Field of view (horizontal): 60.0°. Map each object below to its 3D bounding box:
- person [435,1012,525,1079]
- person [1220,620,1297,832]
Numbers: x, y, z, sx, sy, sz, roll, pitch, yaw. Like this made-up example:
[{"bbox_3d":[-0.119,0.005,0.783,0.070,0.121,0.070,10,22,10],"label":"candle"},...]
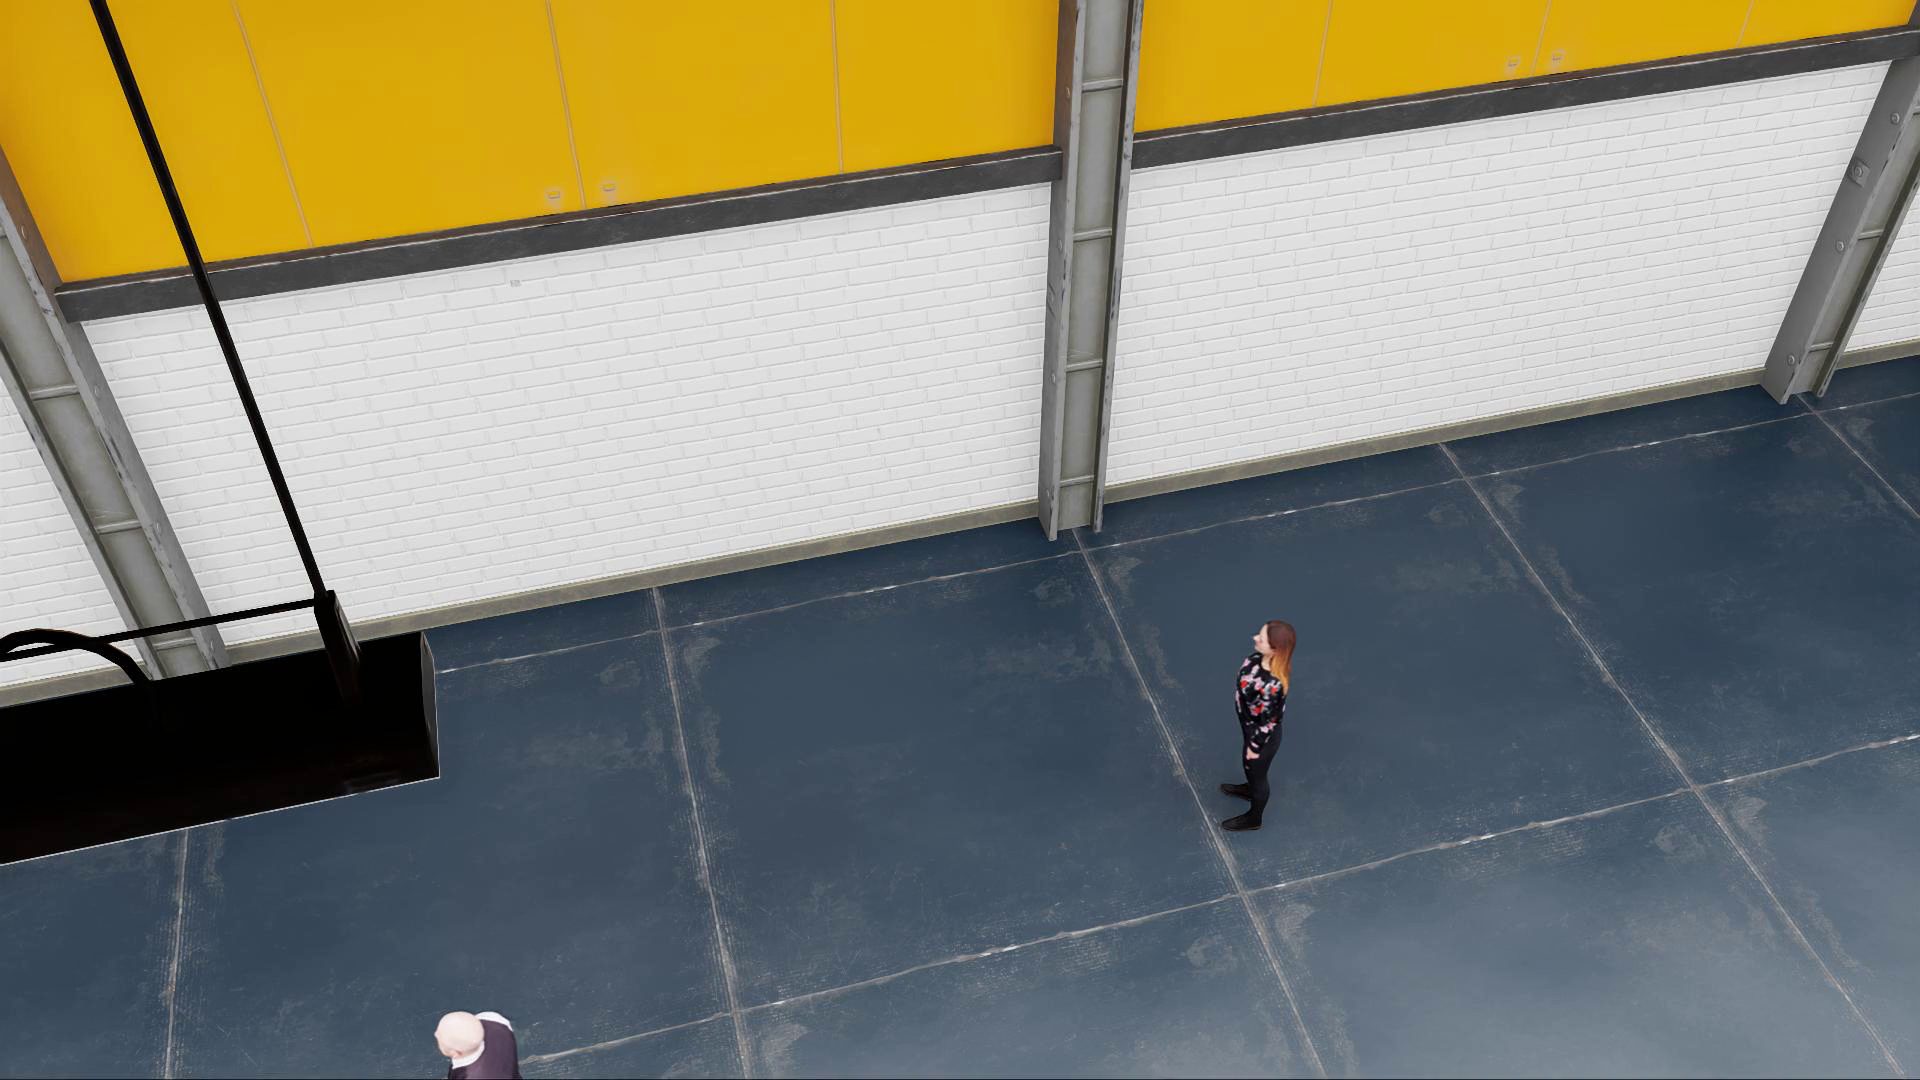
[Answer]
[{"bbox_3d":[-2.141,2.718,7.745,0.663,1.822,0.742,-1,44,-1],"label":"person"},{"bbox_3d":[1.743,1.064,9.584,0.639,1.681,0.642,6,44,6],"label":"person"}]
